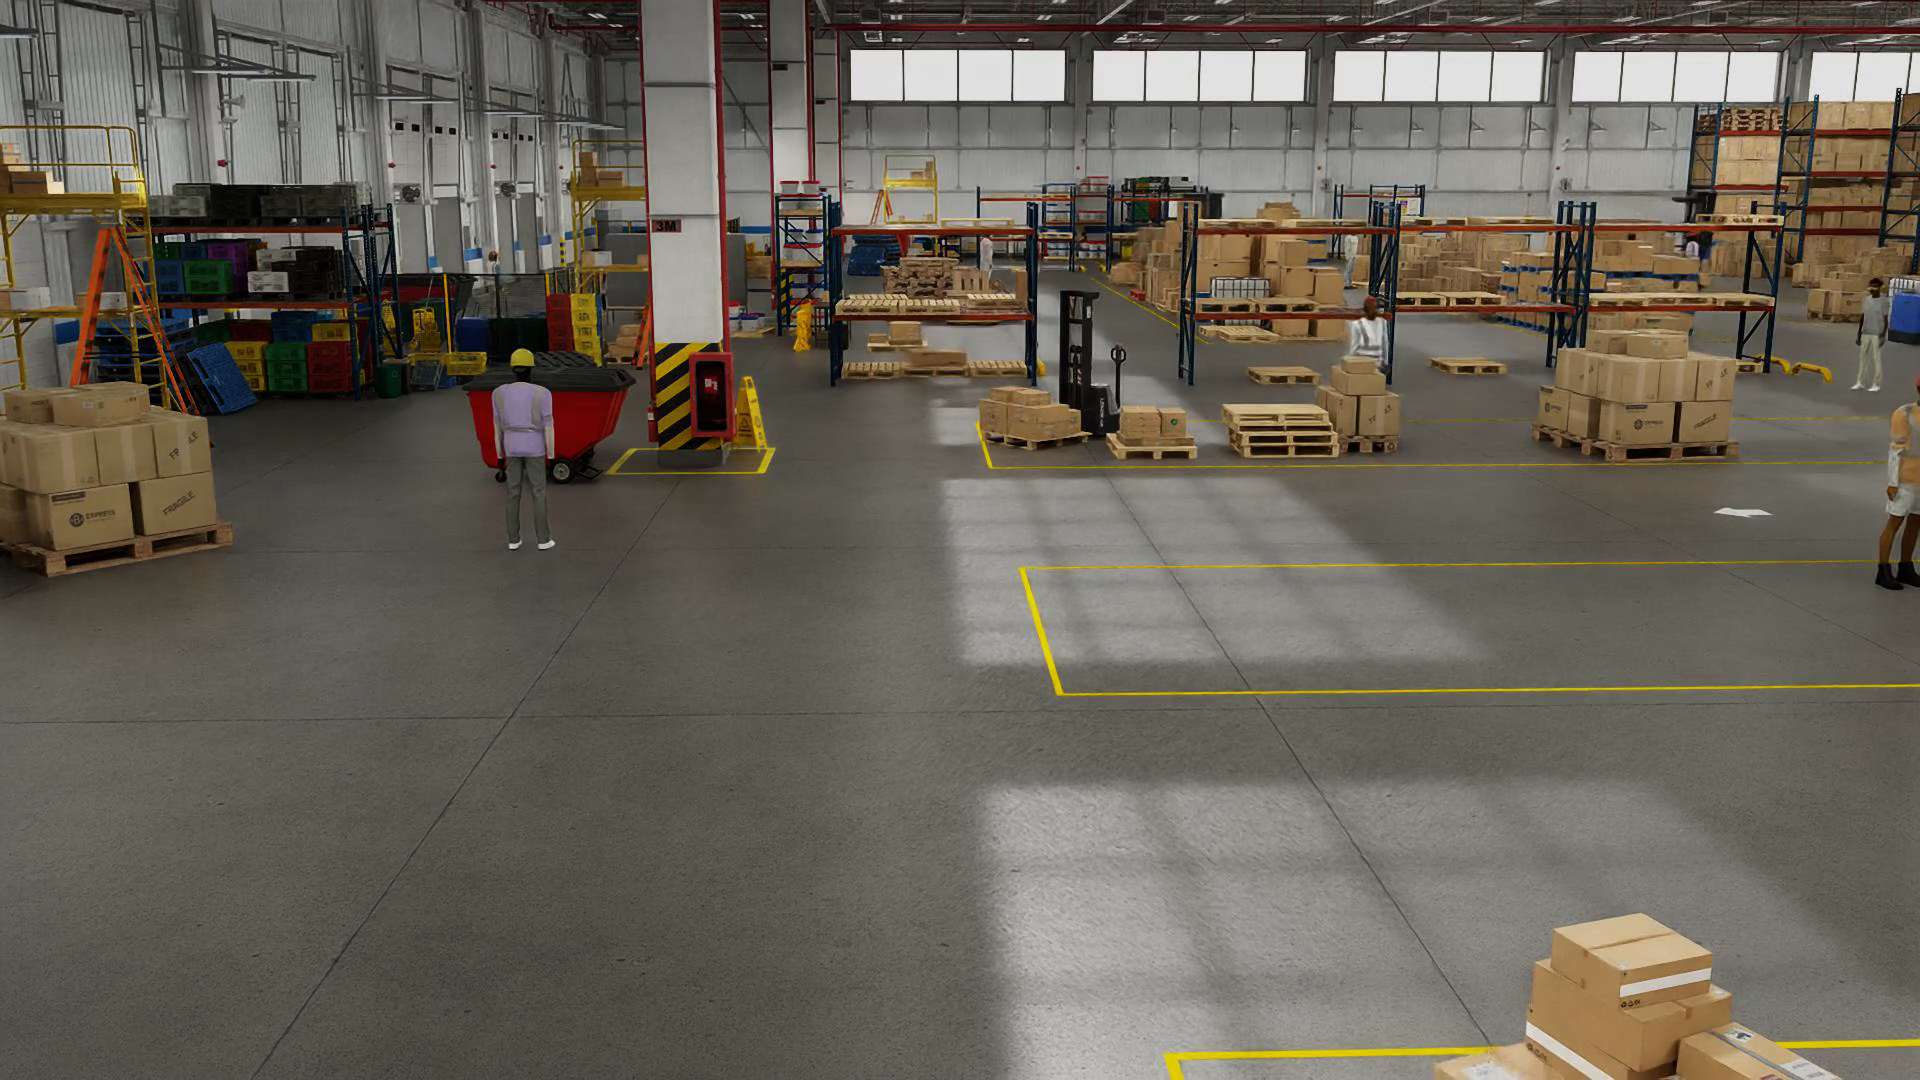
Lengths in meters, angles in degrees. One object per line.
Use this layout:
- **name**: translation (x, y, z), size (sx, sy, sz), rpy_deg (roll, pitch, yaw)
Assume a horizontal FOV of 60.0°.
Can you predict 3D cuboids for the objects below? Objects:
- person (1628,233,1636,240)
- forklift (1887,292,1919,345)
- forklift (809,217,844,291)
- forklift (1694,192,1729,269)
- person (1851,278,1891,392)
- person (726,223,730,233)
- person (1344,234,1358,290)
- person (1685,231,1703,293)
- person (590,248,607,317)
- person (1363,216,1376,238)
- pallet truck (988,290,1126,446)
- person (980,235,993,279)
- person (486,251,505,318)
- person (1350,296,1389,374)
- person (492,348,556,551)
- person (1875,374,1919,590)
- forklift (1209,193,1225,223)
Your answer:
- **person**: translation (19.604, -8.100, 48.806), size (0.647, 1.782, 1.037), rpy_deg (-5, 13, -20)
- **forklift**: translation (20.286, -5.377, 33.999), size (1.873, 2.768, 1.129), rpy_deg (0, 12, -2)
- **forklift**: translation (-4.375, -8.619, 48.637), size (1.873, 2.768, 1.129), rpy_deg (0, 12, -2)
- **forklift**: translation (26.956, -11.196, 60.273), size (1.873, 2.768, 1.129), rpy_deg (0, 12, -2)
- **person**: translation (14.928, -3.358, 27.219), size (0.325, 1.860, 0.511), rpy_deg (-7, 14, -27)
- **person**: translation (-7.703, -9.479, 54.691), size (0.373, 1.925, 0.585), rpy_deg (3, 13, 11)
- **person**: translation (11.946, -8.617, 50.773), size (0.372, 1.940, 0.631), rpy_deg (10, 16, 39)
- **person**: translation (21.087, -7.944, 47.819), size (0.599, 1.899, 0.685), rpy_deg (-10, 16, -39)
- **person**: translation (-8.939, -6.348, 41.069), size (0.536, 1.699, 0.322), rpy_deg (9, 15, 34)
- **person**: translation (14.899, -10.732, 60.193), size (0.608, 1.995, 0.377), rpy_deg (3, 13, 15)
- **pallet truck**: translation (1.257, -2.299, 22.111), size (1.885, 1.965, 0.823), rpy_deg (-9, 15, -35)
- **person**: translation (0.780, -7.993, 47.953), size (0.373, 1.940, 0.628), rpy_deg (-5, 13, -20)
- **person**: translation (-11.450, -6.268, 40.866), size (0.527, 1.631, 0.319), rpy_deg (11, 17, 41)
- **person**: translation (5.695, -2.502, 23.352), size (0.583, 1.861, 0.780), rpy_deg (-6, 14, -26)
- **person**: translation (-4.120, -0.855, 15.784), size (0.584, 1.918, 0.408), rpy_deg (1, 13, 4)
- **person**: translation (8.214, -0.531, 14.271), size (0.547, 1.934, 0.376), rpy_deg (-3, 13, -15)
- **forklift**: translation (8.712, -10.418, 56.760), size (1.873, 2.768, 1.129), rpy_deg (4, 13, 17)
